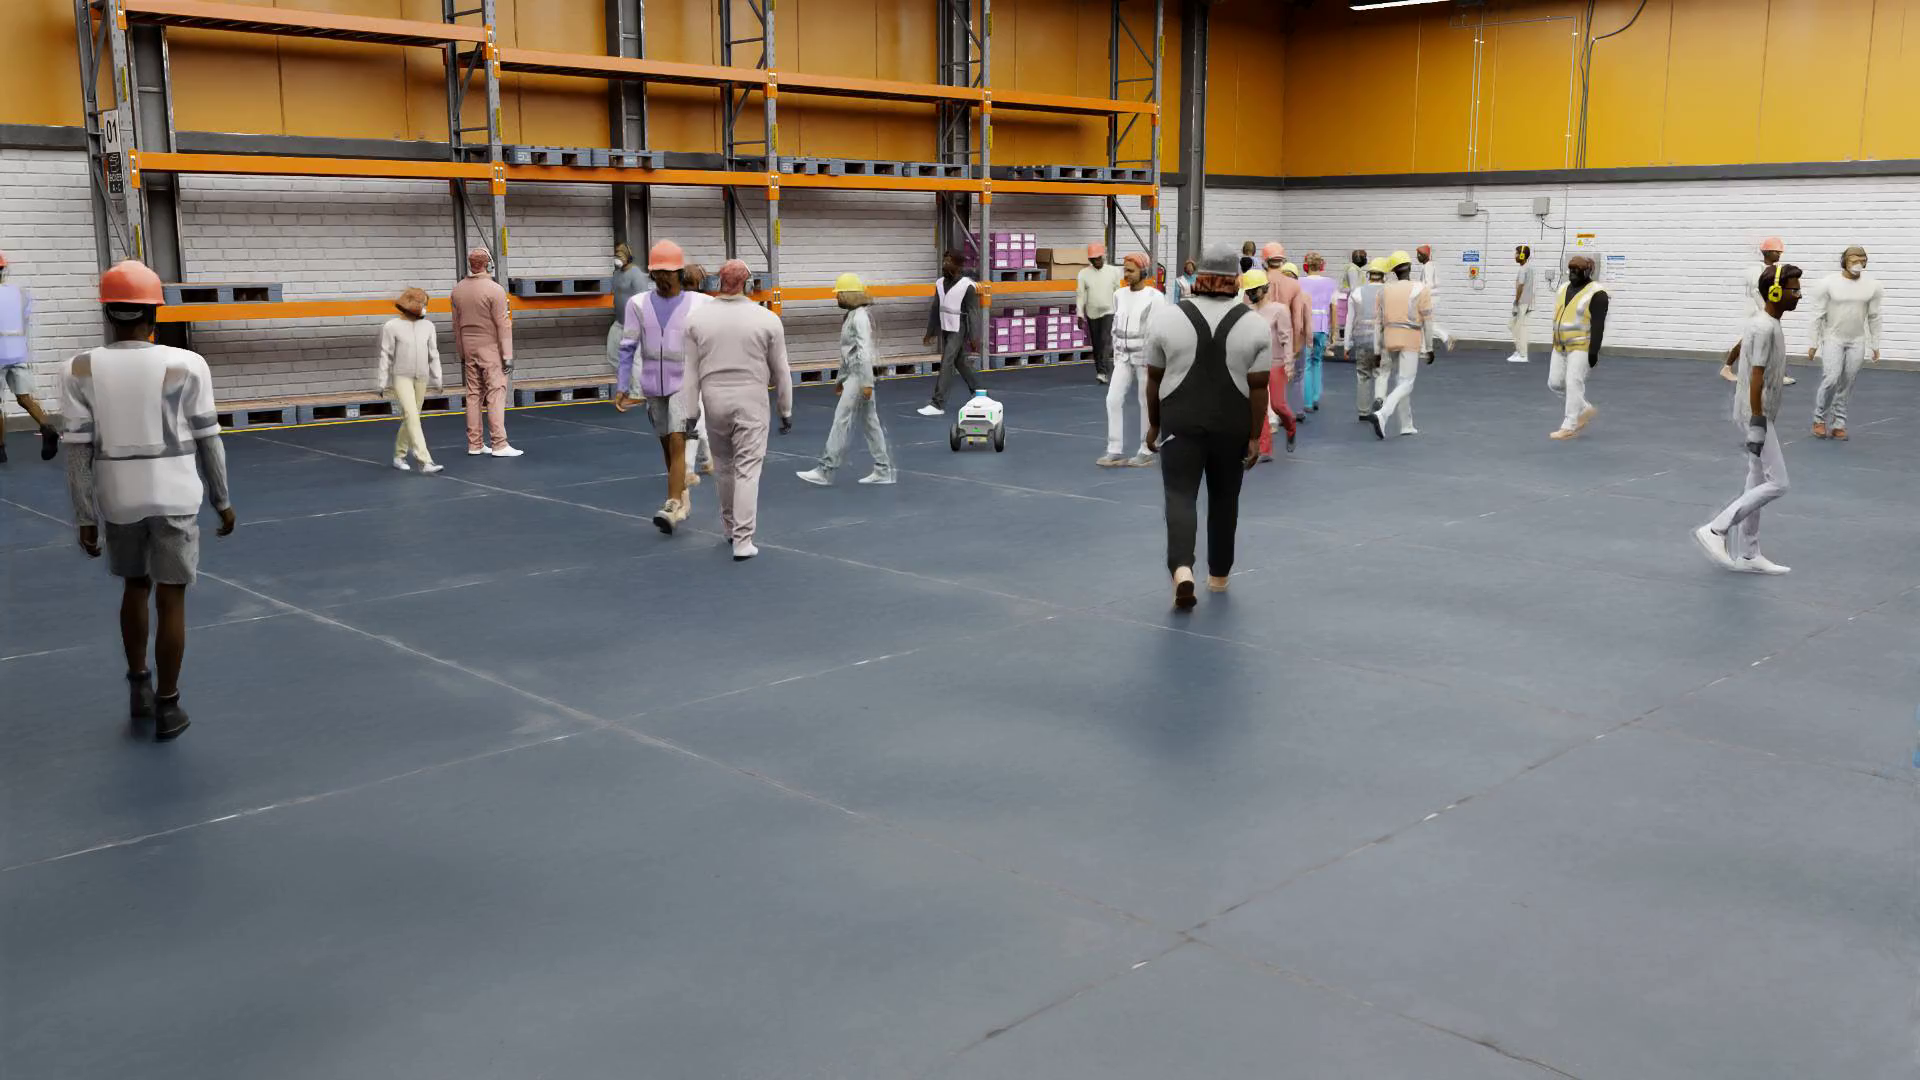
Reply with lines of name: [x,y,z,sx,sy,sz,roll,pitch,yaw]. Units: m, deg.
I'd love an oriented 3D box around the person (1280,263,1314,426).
person: [3.545,-2.108,17.885,0.538,1.718,0.824,3,11,16]

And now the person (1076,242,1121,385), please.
person: [1.905,-3.084,22.689,0.618,1.913,1.011,2,11,9]

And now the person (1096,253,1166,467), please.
person: [1.455,-1.536,14.394,0.612,1.859,0.746,10,14,44]

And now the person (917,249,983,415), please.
person: [-0.053,-2.370,18.964,1.024,1.874,0.585,-7,13,-34]

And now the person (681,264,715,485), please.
person: [-2.143,-1.374,13.732,0.635,1.787,0.999,4,11,22]

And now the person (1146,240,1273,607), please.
person: [1.358,-0.661,9.149,0.677,2.000,0.945,1,10,7]

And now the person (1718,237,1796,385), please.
person: [10.902,-3.113,22.672,0.616,2.001,1.034,-7,12,-33]

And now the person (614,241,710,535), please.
person: [-2.009,-1.039,11.372,0.629,1.972,1.096,2,11,10]

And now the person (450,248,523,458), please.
person: [-4.321,-1.706,15.213,0.651,1.908,0.409,6,12,29]

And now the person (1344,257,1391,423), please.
person: [4.398,-2.103,17.693,0.618,1.800,0.703,4,11,21]

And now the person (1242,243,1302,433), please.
person: [3.205,-2.108,17.316,0.623,1.943,1.029,-2,11,-9]

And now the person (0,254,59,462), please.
person: [-8.419,-1.620,14.717,0.807,1.918,0.550,5,12,26]

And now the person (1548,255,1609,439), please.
person: [6.157,-1.915,16.557,0.527,1.829,0.634,-4,11,-22]

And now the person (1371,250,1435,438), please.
person: [4.388,-1.952,16.649,0.875,1.884,0.591,-10,14,-43]

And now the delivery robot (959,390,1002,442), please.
delivery robot: [0.199,-1.181,15.783,0.477,0.478,0.707,2,10,8]

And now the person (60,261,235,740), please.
person: [-3.277,-0.163,6.774,0.553,1.917,0.589,-2,11,-10]

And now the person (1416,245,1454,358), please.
person: [7.812,-3.934,27.474,0.668,1.863,0.629,3,11,17]

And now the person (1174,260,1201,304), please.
person: [3.760,-3.780,27.286,0.535,1.624,0.417,0,10,0]

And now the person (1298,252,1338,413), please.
person: [3.996,-2.374,19.098,0.572,1.821,0.650,-2,11,-9]

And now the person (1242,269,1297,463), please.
person: [2.781,-1.562,14.926,0.564,1.731,0.624,9,14,40]

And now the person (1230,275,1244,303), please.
person: [3.407,-2.608,20.942,0.522,1.593,0.763,3,11,15]

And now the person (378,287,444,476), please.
person: [-4.658,-1.351,14.158,0.868,1.577,0.535,8,13,39]

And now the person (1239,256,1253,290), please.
person: [4.607,-3.728,26.846,0.540,1.686,0.431,-1,10,-6]

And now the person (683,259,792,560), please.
person: [-1.388,-0.849,10.658,0.660,1.863,0.927,2,10,8]

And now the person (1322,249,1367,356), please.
person: [6.484,-3.947,27.743,0.953,1.802,0.607,4,11,22]

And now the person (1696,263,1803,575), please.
person: [4.760,-0.707,9.896,0.436,1.858,0.552,5,12,26]

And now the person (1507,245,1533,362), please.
person: [8.923,-3.774,26.617,0.493,1.857,0.551,5,12,27]

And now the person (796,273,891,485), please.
person: [-0.948,-1.282,13.420,0.852,1.702,0.515,-2,11,-9]

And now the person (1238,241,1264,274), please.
person: [4.814,-4.041,27.879,0.657,1.927,0.461,10,14,43]

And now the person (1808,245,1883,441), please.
person: [8.719,-1.931,16.392,0.645,1.920,0.438,1,10,4]

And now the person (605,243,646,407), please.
person: [-3.954,-2.517,19.566,0.520,1.927,0.662,-9,14,-41]
